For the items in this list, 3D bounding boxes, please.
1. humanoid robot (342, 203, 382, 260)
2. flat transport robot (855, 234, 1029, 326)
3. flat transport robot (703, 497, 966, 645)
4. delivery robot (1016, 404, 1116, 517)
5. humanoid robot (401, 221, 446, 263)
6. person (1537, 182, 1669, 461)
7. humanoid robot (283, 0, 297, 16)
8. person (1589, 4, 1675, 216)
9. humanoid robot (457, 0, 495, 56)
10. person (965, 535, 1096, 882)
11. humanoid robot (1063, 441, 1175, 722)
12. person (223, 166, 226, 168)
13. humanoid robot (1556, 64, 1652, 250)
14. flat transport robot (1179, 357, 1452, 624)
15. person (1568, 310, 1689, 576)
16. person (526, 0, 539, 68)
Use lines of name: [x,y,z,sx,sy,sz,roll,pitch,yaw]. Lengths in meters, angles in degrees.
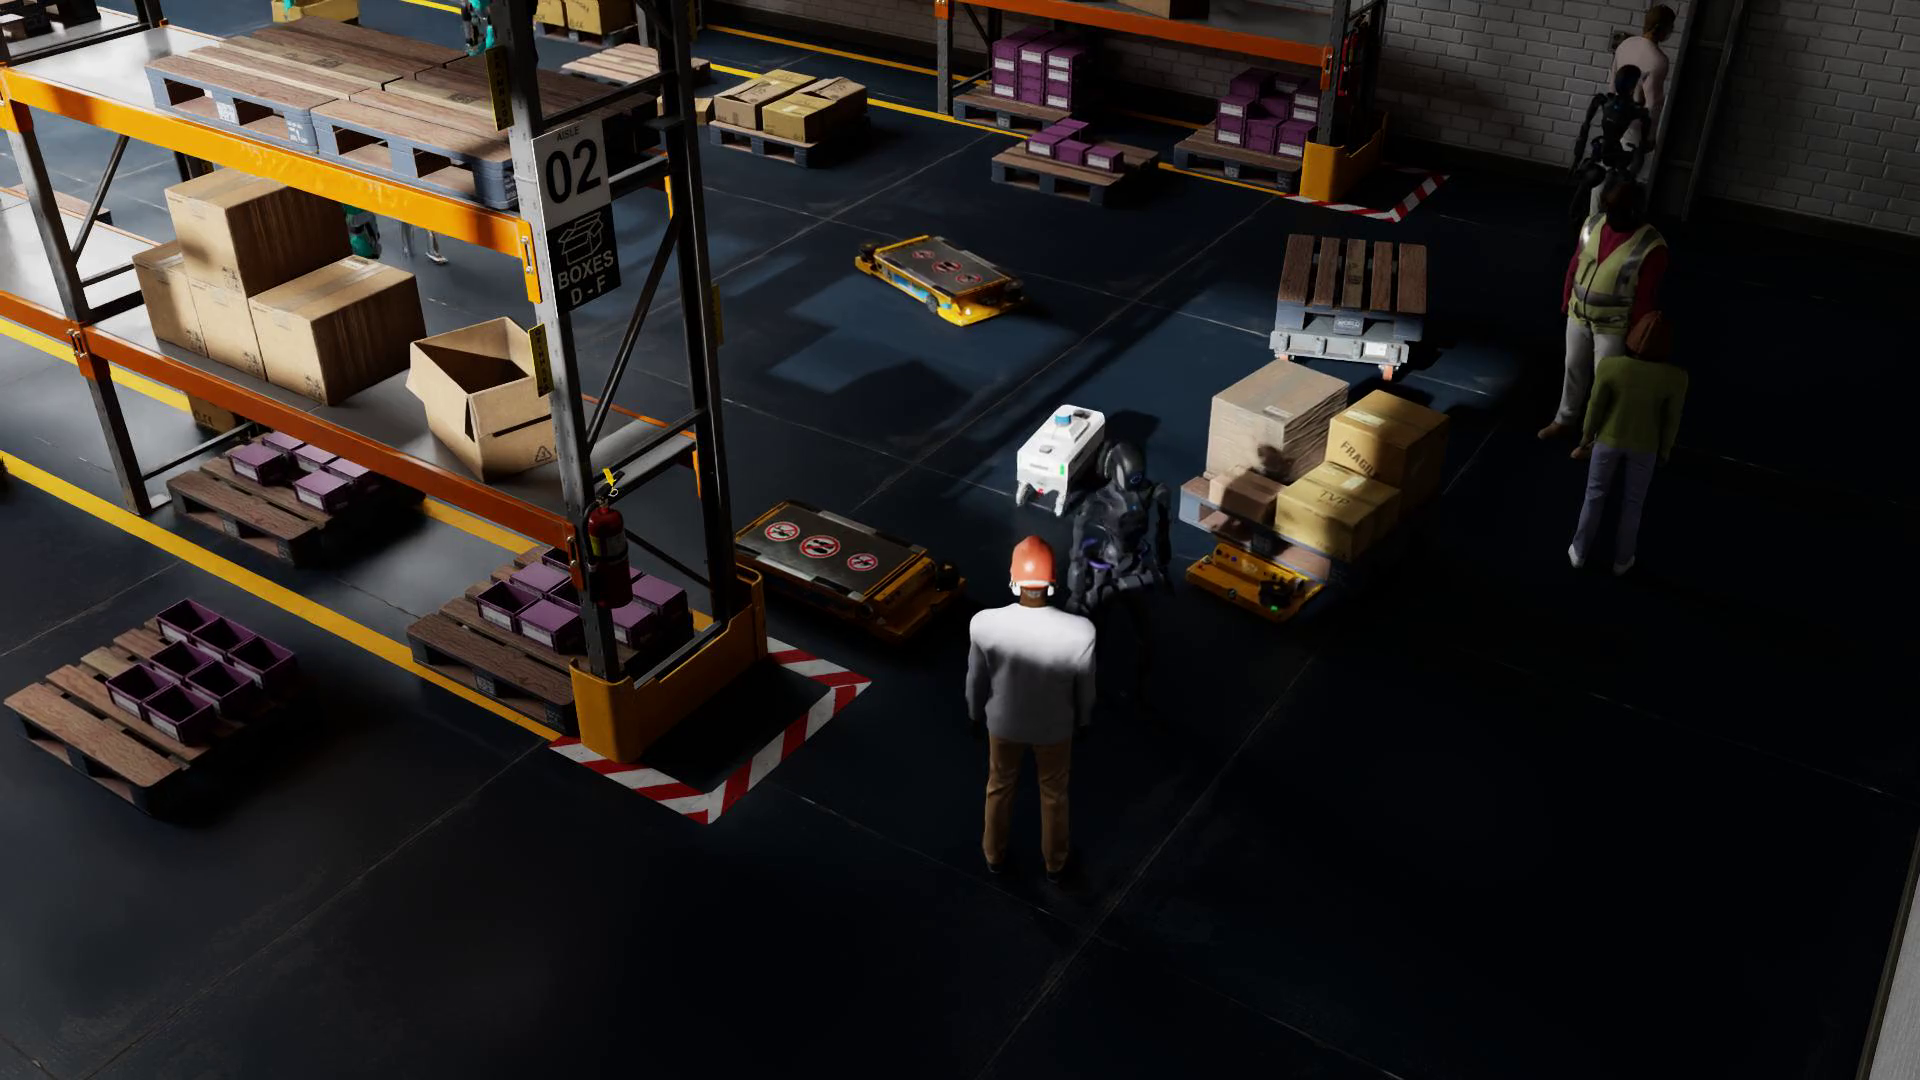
humanoid robot: [-4.463,-2.055,11.763,0.817,1.873,0.545,6,33,8]
flat transport robot: [-0.155,-2.072,13.057,0.659,0.231,1.431,-22,39,-30]
flat transport robot: [-0.736,0.151,9.641,1.431,0.231,0.659,20,38,28]
delivery robot: [0.648,-0.545,10.463,0.499,0.611,0.815,15,36,22]
humanoid robot: [-4.354,-2.970,13.199,0.540,1.903,0.716,-26,41,-34]
person: [4.087,-1.403,10.599,0.430,1.836,0.631,-20,38,-27]
humanoid robot: [-7.338,-6.207,18.084,0.984,1.761,0.543,28,42,35]
person: [5.472,-3.376,13.539,0.372,1.934,0.626,-7,34,-10]
humanoid robot: [-4.794,-5.004,16.246,0.910,1.791,0.547,24,40,32]
person: [0.311,0.752,7.373,0.575,1.739,0.371,6,33,8]
humanoid robot: [0.796,0.183,8.311,0.616,1.630,0.497,-13,35,-19]
person: [-5.174,-2.581,12.392,0.512,1.847,0.337,-3,33,-5]
humanoid robot: [5.124,-2.959,13.133,0.397,1.650,0.622,-28,42,-36]
flat transport robot: [2.026,0.002,9.869,0.659,0.231,1.431,27,42,35]
person: [3.784,-0.542,9.452,0.497,1.633,0.283,13,35,20]
person: [-3.926,-4.286,14.920,0.420,1.952,0.490,4,33,6]
